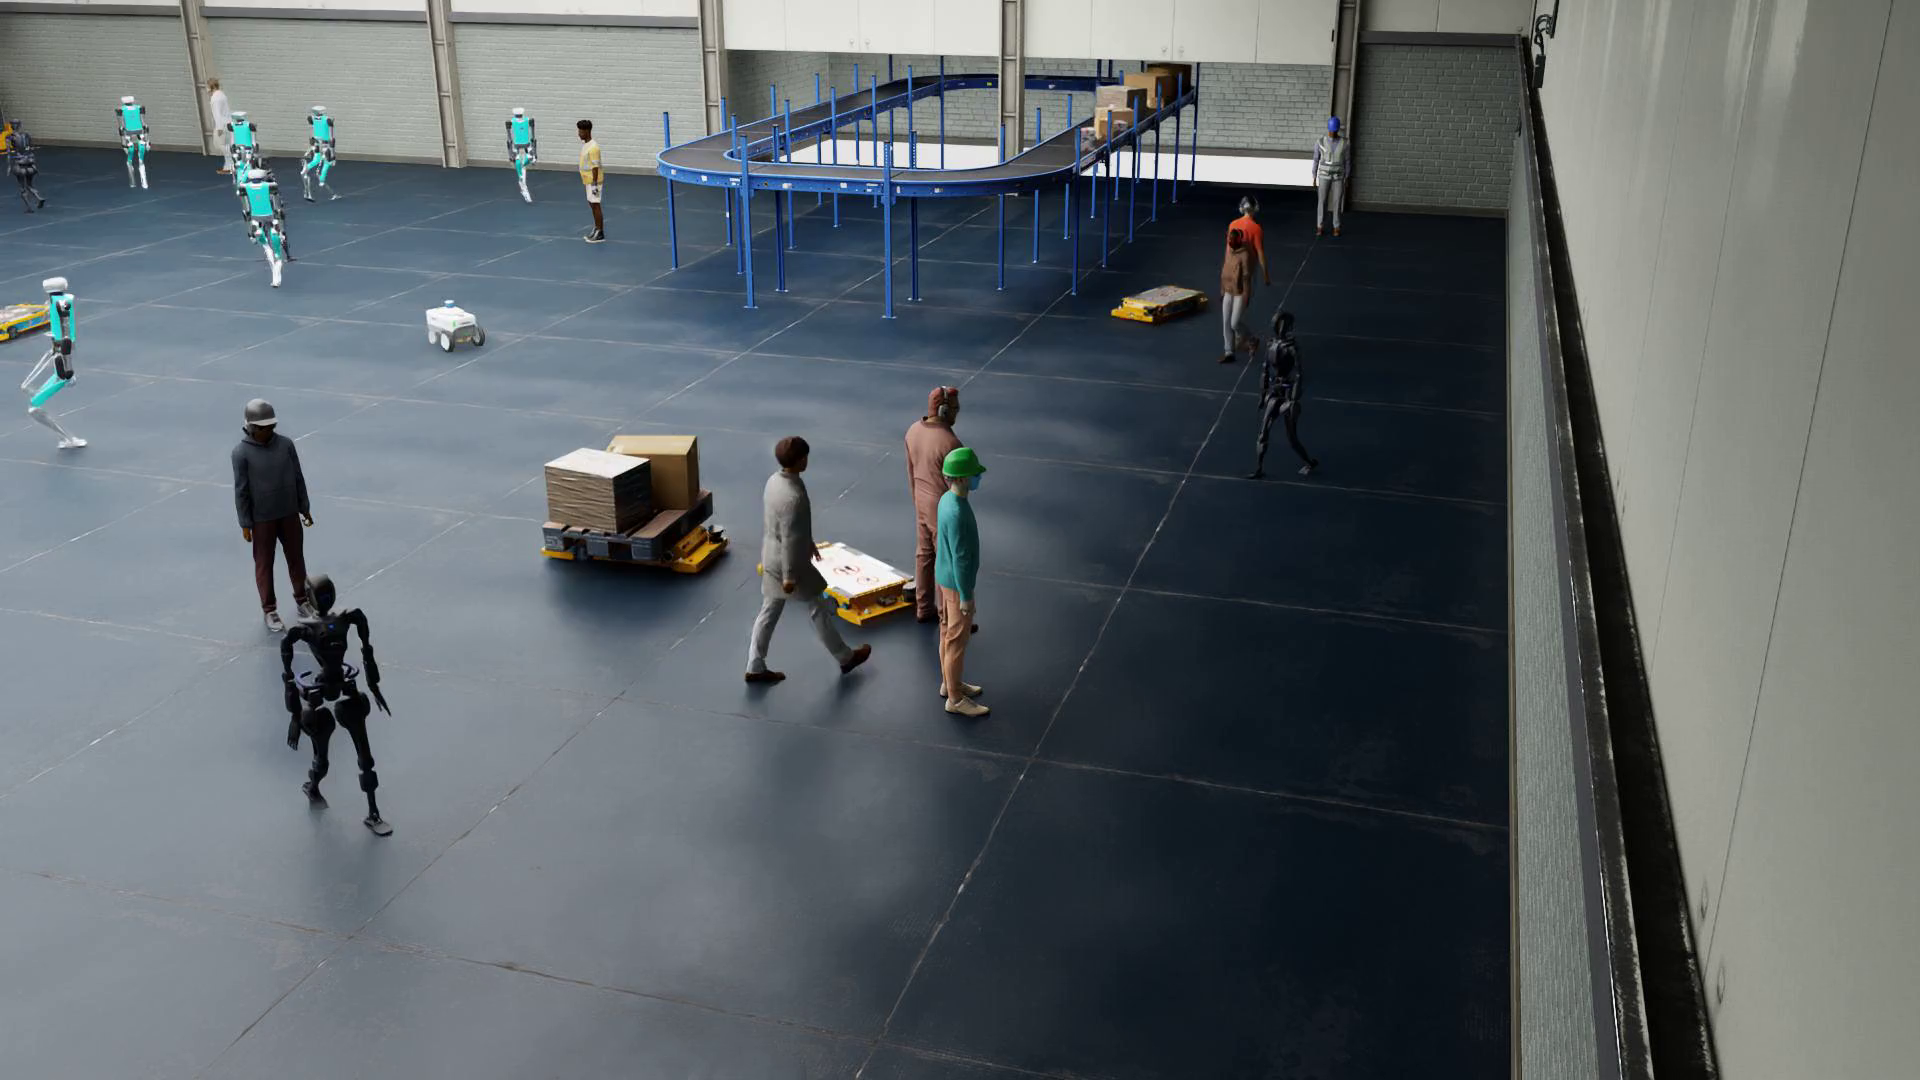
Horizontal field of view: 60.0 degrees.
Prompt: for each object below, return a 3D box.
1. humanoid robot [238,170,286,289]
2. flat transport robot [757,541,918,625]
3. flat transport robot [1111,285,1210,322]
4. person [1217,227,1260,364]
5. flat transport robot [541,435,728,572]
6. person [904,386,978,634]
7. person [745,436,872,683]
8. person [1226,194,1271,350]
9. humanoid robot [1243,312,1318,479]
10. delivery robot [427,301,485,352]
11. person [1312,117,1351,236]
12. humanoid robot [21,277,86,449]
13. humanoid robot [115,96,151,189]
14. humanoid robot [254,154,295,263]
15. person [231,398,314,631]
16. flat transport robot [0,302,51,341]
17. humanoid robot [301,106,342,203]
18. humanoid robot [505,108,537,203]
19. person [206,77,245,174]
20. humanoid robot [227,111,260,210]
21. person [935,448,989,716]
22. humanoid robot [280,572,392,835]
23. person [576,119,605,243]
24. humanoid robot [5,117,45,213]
[{"bbox_3d":[-9.794,-4.402,23.547,0.531,1.735,1.017,-4,21,-10],"label":"humanoid robot"},{"bbox_3d":[-0.962,0.318,13.353,0.659,0.231,1.431,-17,27,-37],"label":"flat transport robot"},{"bbox_3d":[2.719,-3.189,22.450,0.659,0.231,1.431,16,26,36],"label":"flat transport robot"},{"bbox_3d":[3.330,-2.921,19.835,0.458,1.637,0.490,-12,24,-29],"label":"person"},{"bbox_3d":[-2.767,0.020,14.126,1.431,0.231,0.659,6,22,15],"label":"flat transport robot"},{"bbox_3d":[-0.127,-0.227,12.501,0.408,1.902,0.635,-14,25,-32],"label":"person"},{"bbox_3d":[-1.135,0.135,11.718,0.937,1.780,0.504,-11,24,-27],"label":"person"},{"bbox_3d":[3.550,-3.284,20.450,0.568,1.886,0.527,-15,26,-34],"label":"person"},{"bbox_3d":[3.110,-1.366,15.861,0.776,1.650,0.612,-10,23,-25],"label":"humanoid robot"},{"bbox_3d":[-6.327,-2.686,20.713,0.747,0.570,0.499,20,29,41],"label":"delivery robot"},{"bbox_3d":[6.109,-5.984,27.396,0.616,1.932,0.416,2,21,5],"label":"person"},{"bbox_3d":[-9.057,-1.727,16.474,0.724,1.697,0.534,-13,24,-30],"label":"humanoid robot"},{"bbox_3d":[-15.923,-7.604,31.987,0.542,1.868,0.791,-18,27,-38],"label":"humanoid robot"},{"bbox_3d":[-10.511,-5.017,25.251,0.587,1.641,0.631,15,26,34],"label":"humanoid robot"},{"bbox_3d":[-5.185,-0.206,12.578,0.549,1.806,0.380,-19,28,-40],"label":"person"},{"bbox_3d":[-12.268,-2.802,21.445,0.659,0.231,1.431,4,21,10],"label":"flat transport robot"},{"bbox_3d":[-11.741,-6.956,30.246,0.538,1.781,1.025,7,22,19],"label":"humanoid robot"},{"bbox_3d":[-8.051,-7.033,30.428,0.545,1.758,1.035,-11,24,-26],"label":"humanoid robot"},{"bbox_3d":[-14.829,-8.319,33.459,0.445,1.920,0.648,-3,21,-8],"label":"person"},{"bbox_3d":[-12.673,-6.624,29.329,0.542,1.769,0.903,3,21,8],"label":"humanoid robot"},{"bbox_3d":[0.005,0.272,11.240,0.350,1.874,0.512,-2,21,-6],"label":"person"},{"bbox_3d":[-3.727,0.937,9.859,0.765,1.637,0.615,19,28,41],"label":"humanoid robot"},{"bbox_3d":[-5.961,-5.814,26.916,0.375,1.958,0.602,-8,23,-21],"label":"person"},{"bbox_3d":[-16.530,-6.610,29.367,0.414,1.649,0.607,7,22,18],"label":"humanoid robot"}]
